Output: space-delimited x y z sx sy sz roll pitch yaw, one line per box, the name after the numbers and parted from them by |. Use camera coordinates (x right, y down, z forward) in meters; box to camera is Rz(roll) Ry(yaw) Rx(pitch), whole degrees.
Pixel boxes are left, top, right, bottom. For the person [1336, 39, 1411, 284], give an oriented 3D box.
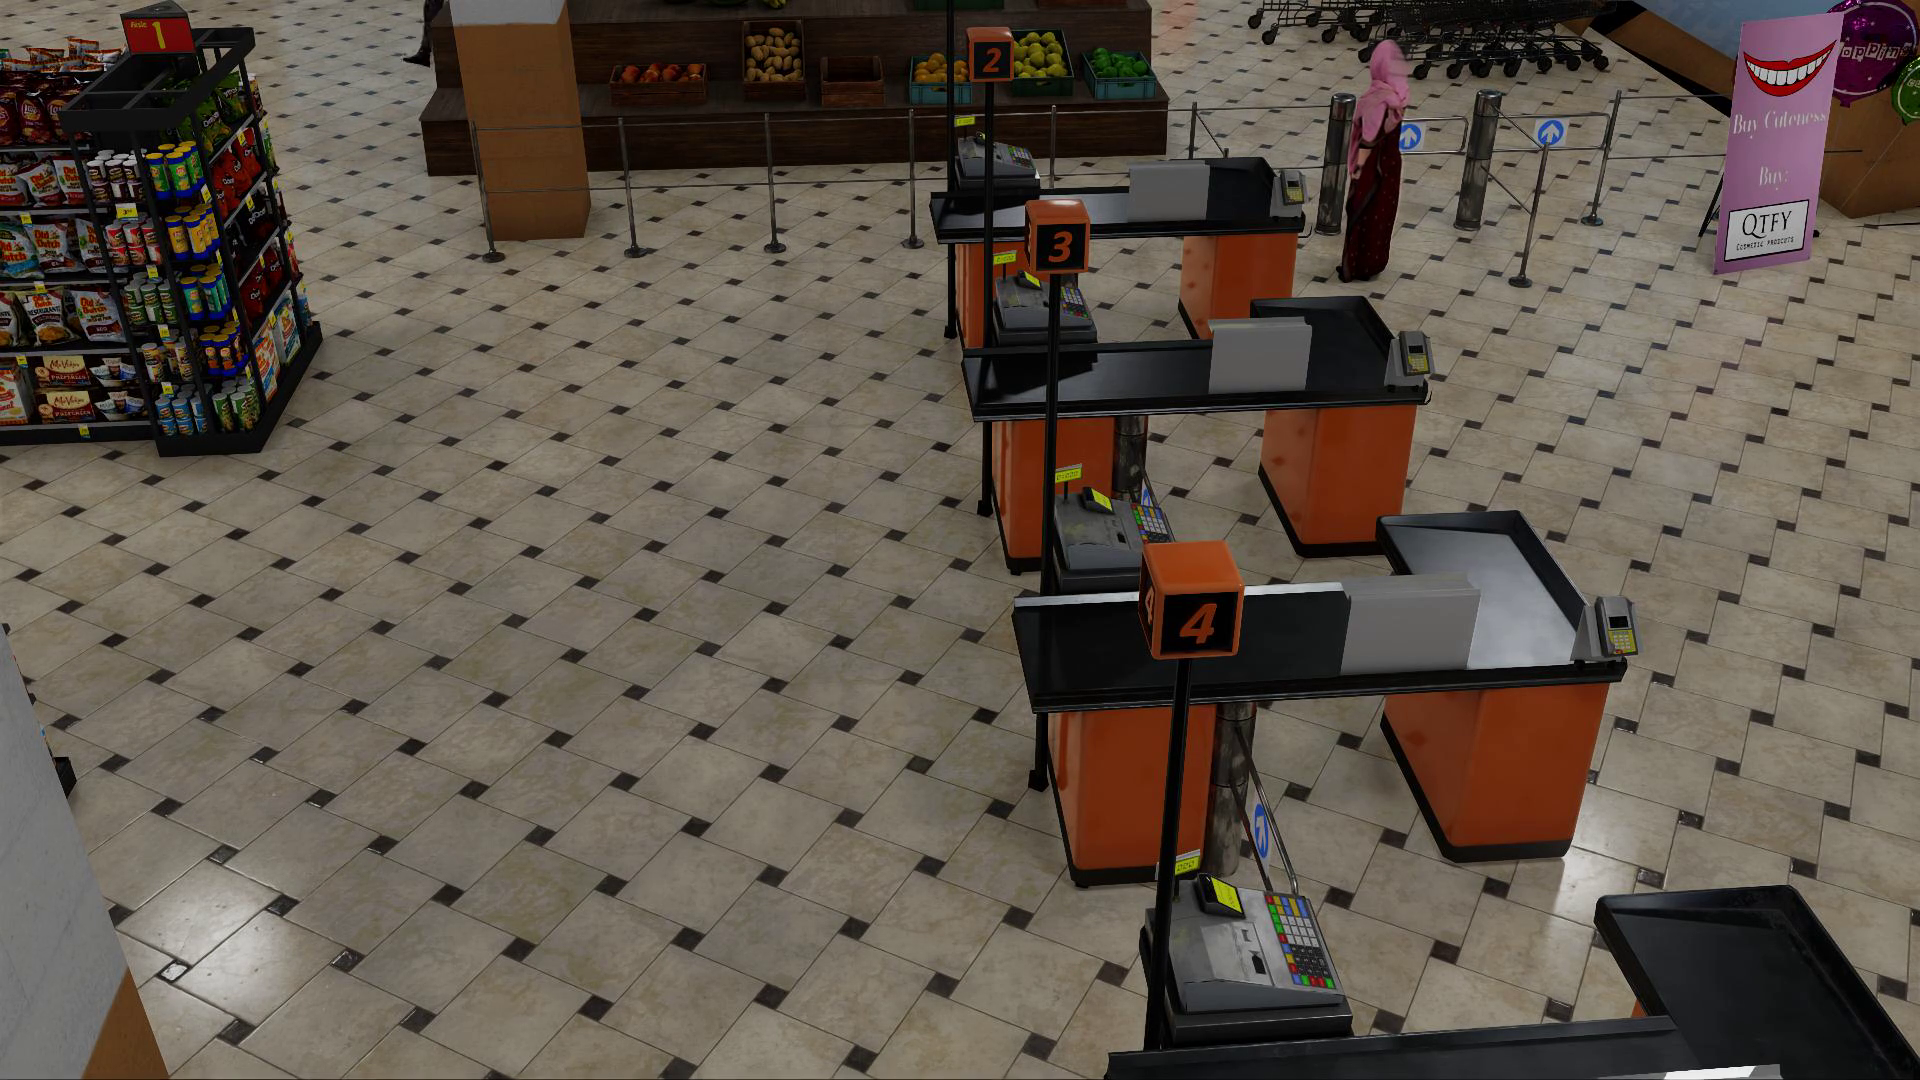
2.811 -2.556 11.220 0.816 1.637 0.750 25 40 35 | person
